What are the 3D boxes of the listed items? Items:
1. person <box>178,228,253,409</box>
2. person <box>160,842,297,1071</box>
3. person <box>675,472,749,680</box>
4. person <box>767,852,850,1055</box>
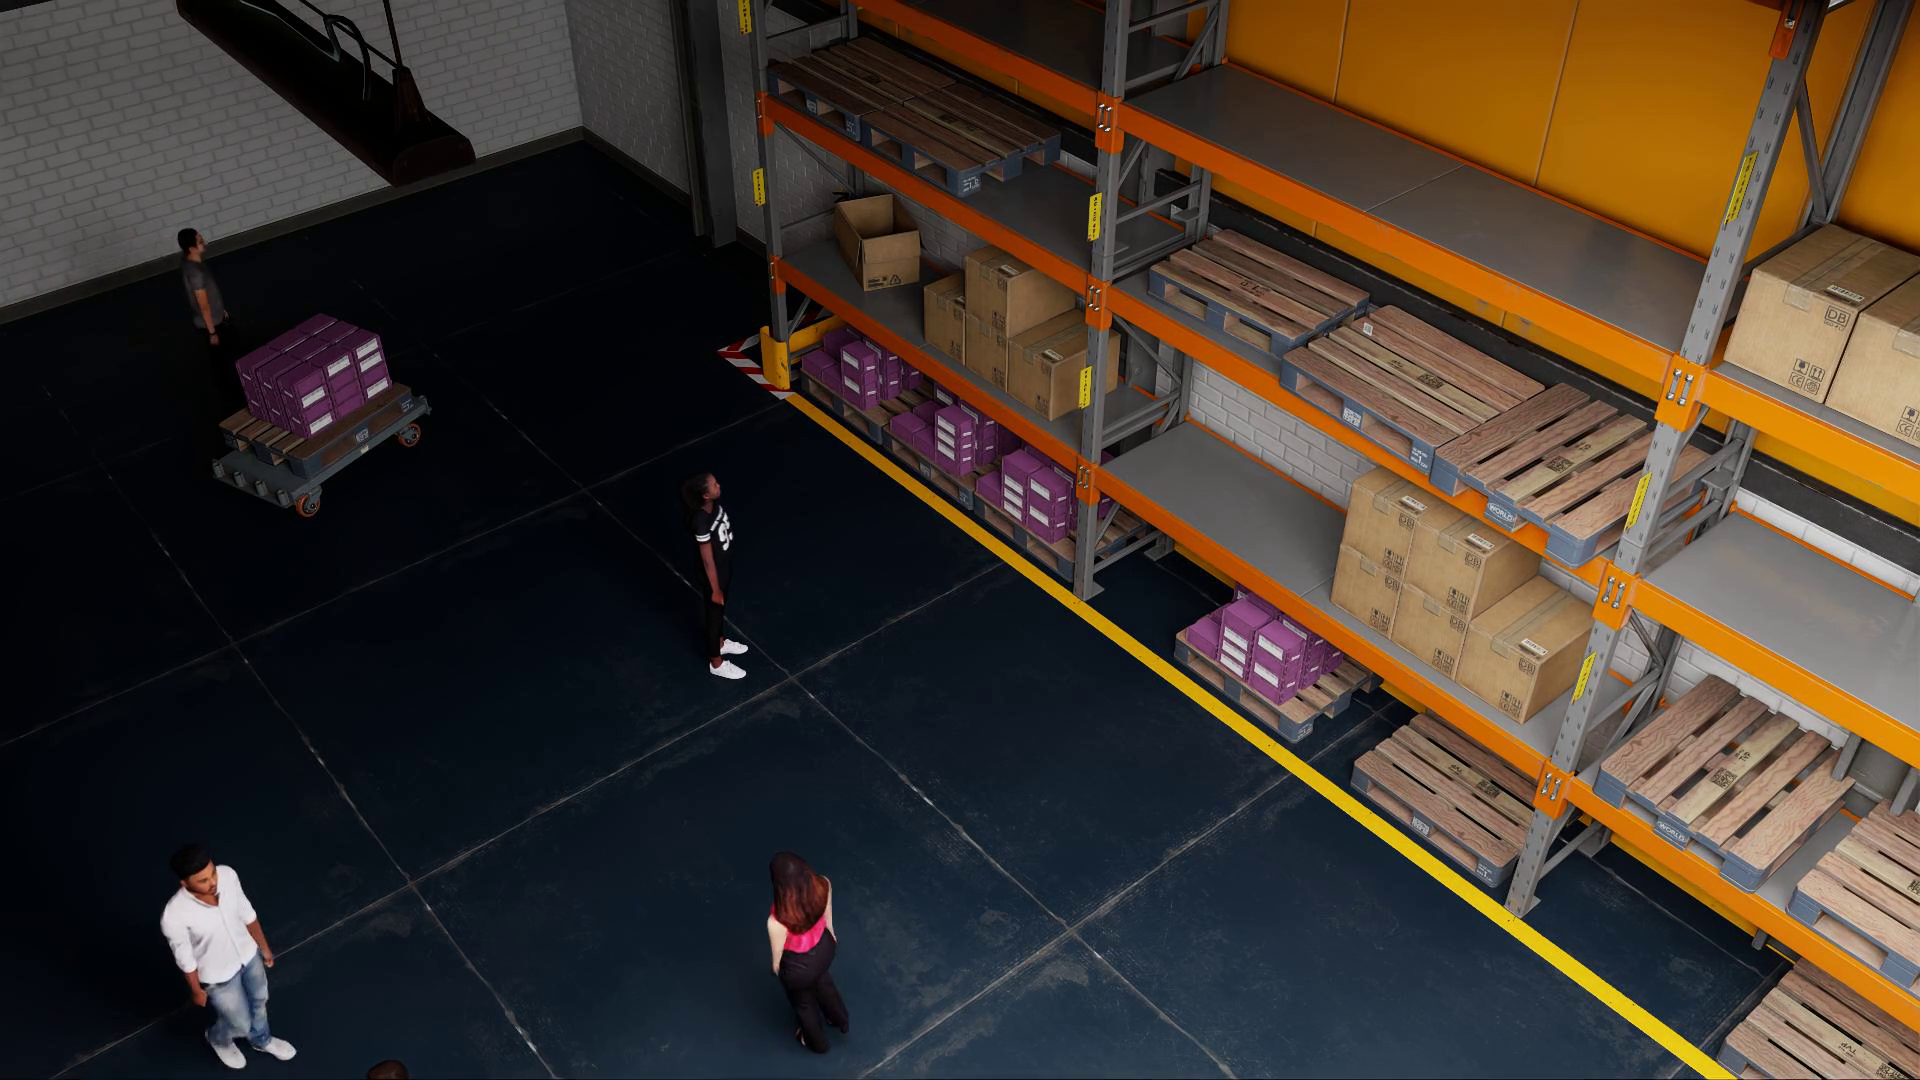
[{"bbox_3d":[-6.588,-1.887,14.440,0.705,1.744,0.553,-24,45,-27],"label":"person"},{"bbox_3d":[-4.118,2.276,9.185,0.845,1.796,0.789,16,41,19],"label":"person"},{"bbox_3d":[-1.746,0.230,11.817,0.772,1.708,0.700,0,39,0],"label":"person"},{"bbox_3d":[-0.807,2.345,9.214,0.676,1.651,0.647,27,46,30],"label":"person"}]
